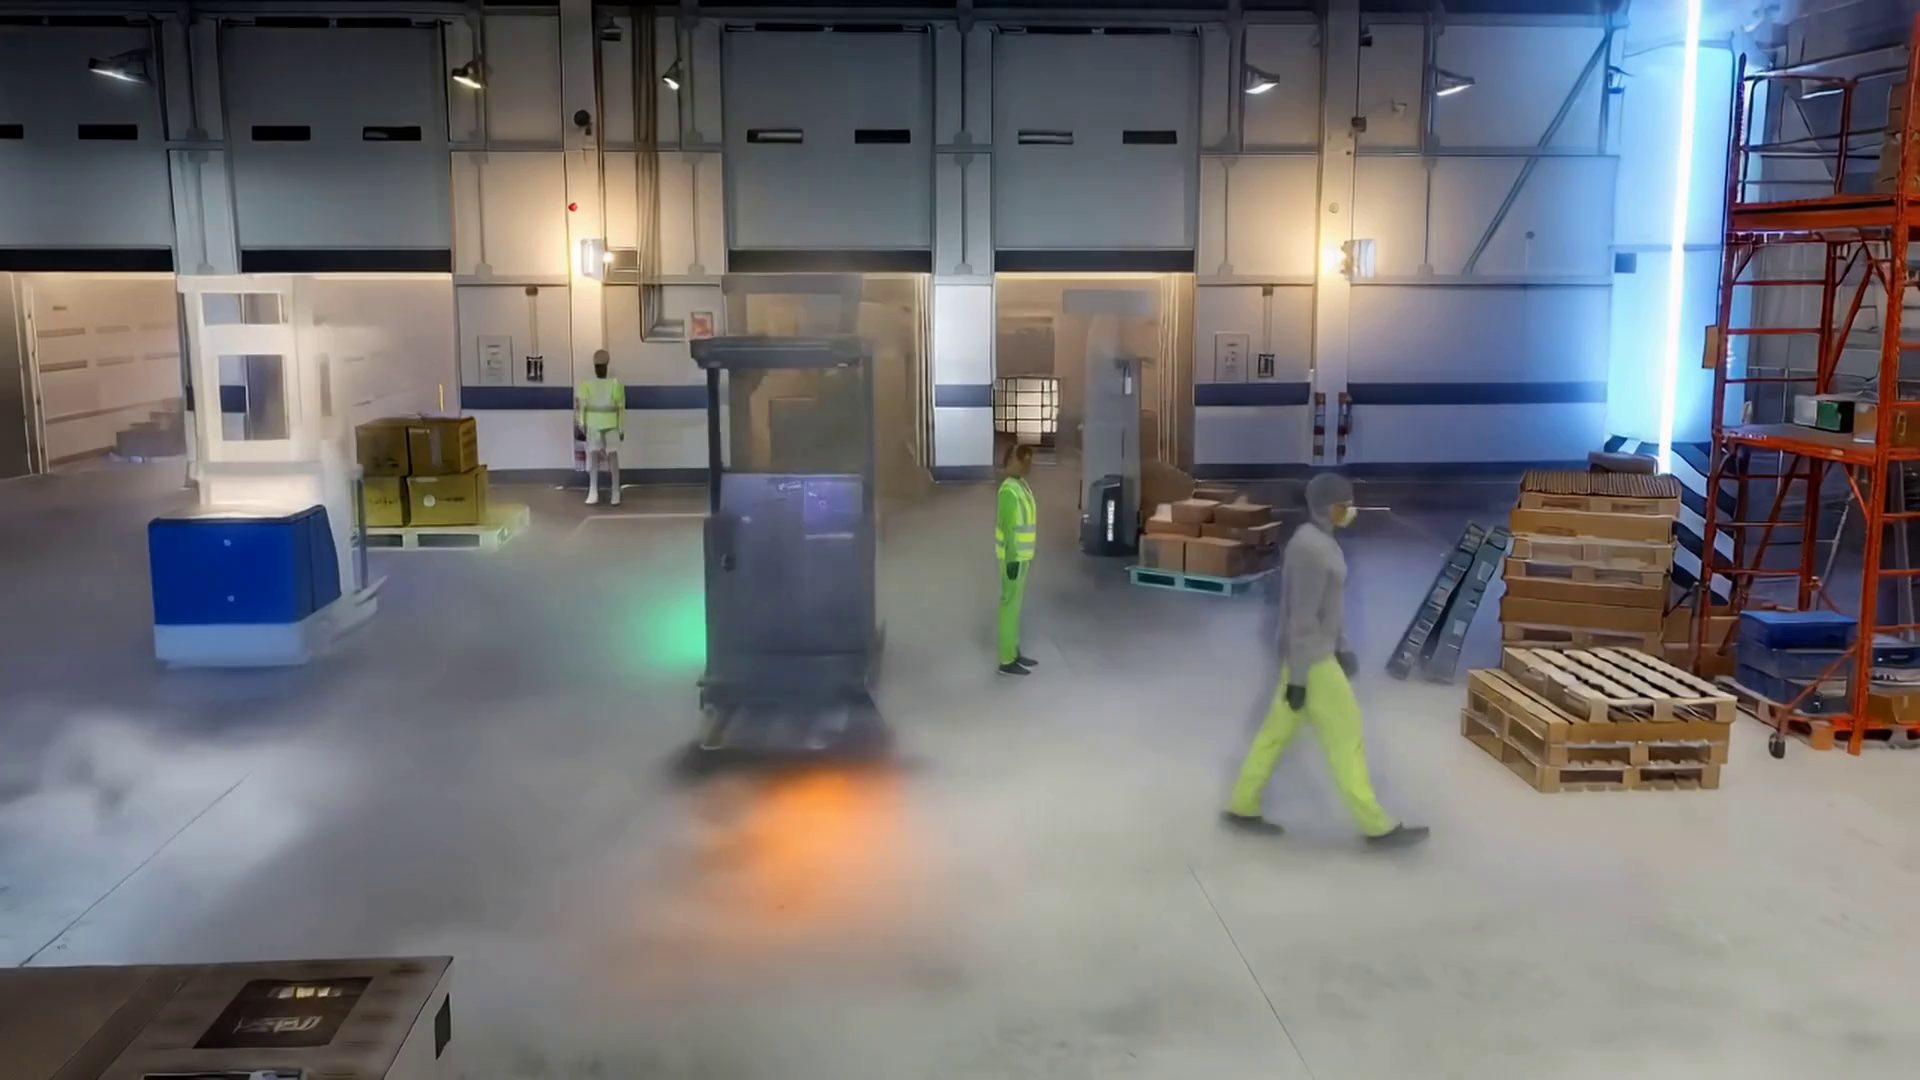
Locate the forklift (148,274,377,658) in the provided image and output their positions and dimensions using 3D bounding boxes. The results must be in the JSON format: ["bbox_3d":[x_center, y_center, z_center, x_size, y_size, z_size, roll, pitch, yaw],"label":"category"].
[{"bbox_3d":[-5.346,-0.626,12.680,1.129,2.768,1.873,-1,9,-4],"label":"forklift"}]

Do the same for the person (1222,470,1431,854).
[{"bbox_3d":[1.778,0.592,8.145,1.025,1.884,0.651,2,9,13],"label":"person"}]

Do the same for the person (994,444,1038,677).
[{"bbox_3d":[0.393,0.136,11.778,0.307,1.640,0.520,2,9,12],"label":"person"}]

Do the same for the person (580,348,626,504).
[{"bbox_3d":[-4.409,-1.400,20.538,0.550,1.929,0.387,0,9,-1],"label":"person"}]

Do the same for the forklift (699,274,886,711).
[{"bbox_3d":[-1.104,-0.413,11.340,1.129,2.768,1.873,0,9,0],"label":"forklift"}]

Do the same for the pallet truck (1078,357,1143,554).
[{"bbox_3d":[2.088,-0.836,16.757,1.885,1.965,0.823,2,9,13],"label":"pallet truck"}]
